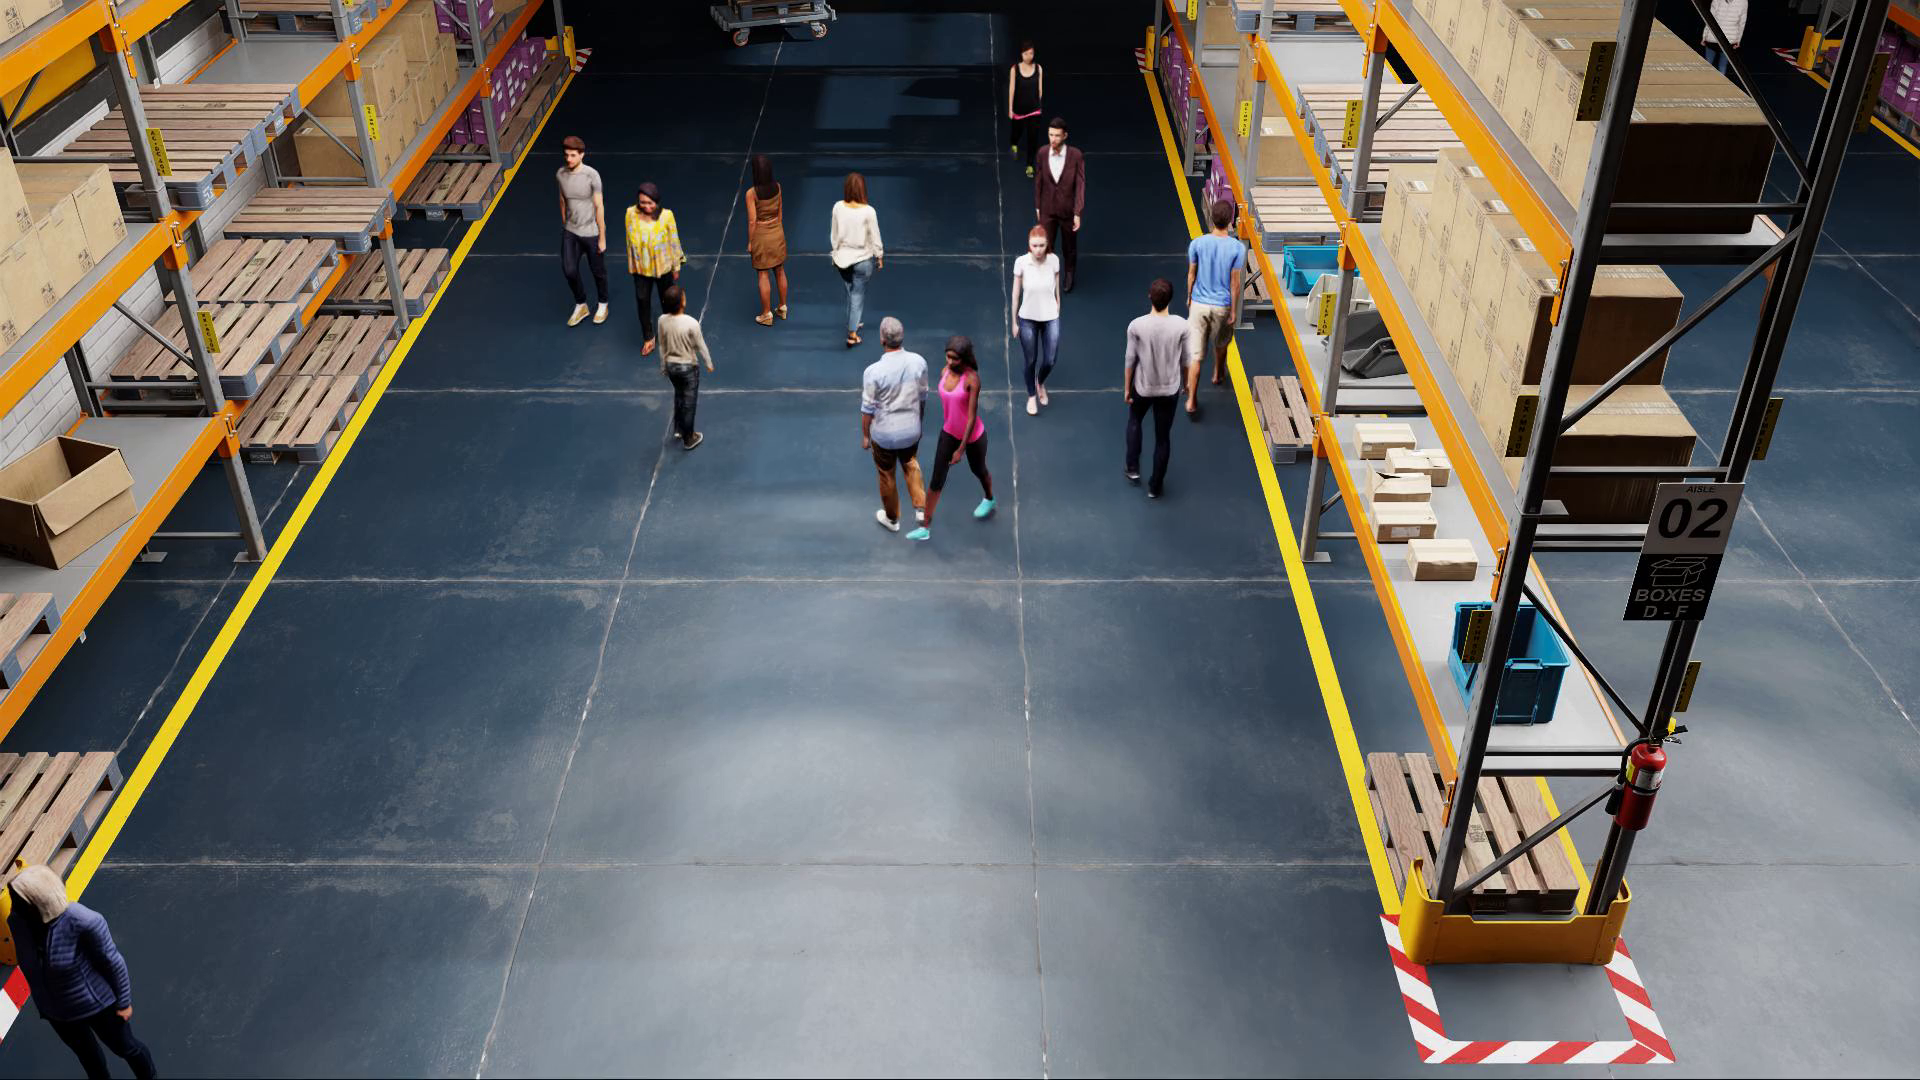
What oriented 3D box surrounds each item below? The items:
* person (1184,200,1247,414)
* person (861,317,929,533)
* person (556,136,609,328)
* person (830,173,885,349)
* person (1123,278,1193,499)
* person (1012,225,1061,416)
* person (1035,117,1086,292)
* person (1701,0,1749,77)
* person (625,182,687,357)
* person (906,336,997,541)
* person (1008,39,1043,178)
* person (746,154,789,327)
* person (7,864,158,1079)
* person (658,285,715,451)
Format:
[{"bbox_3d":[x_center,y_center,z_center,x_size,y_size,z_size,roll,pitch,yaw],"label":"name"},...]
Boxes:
[{"bbox_3d":[2.155,-1.972,14.369,0.778,1.820,1.237,6,34,9],"label":"person"},{"bbox_3d":[-0.458,-0.820,12.640,0.865,1.817,0.928,-16,37,-22],"label":"person"},{"bbox_3d":[-3.532,-2.972,15.825,0.759,1.874,0.791,9,35,13],"label":"person"},{"bbox_3d":[-1.014,-2.552,15.381,0.772,1.665,0.821,13,36,18],"label":"person"},{"bbox_3d":[1.550,-1.153,13.131,0.732,1.827,0.724,5,34,8],"label":"person"},{"bbox_3d":[0.663,-1.928,14.388,0.601,1.725,0.616,-3,34,-4],"label":"person"},{"bbox_3d":[1.001,-3.231,16.266,0.848,1.817,1.240,8,34,11],"label":"person"},{"bbox_3d":[9.717,-6.417,21.223,0.697,1.636,0.678,13,36,18],"label":"person"},{"bbox_3d":[-2.810,-2.566,15.428,0.703,1.636,0.769,1,34,1],"label":"person"},{"bbox_3d":[0.093,-0.799,12.747,1.011,1.661,1.193,23,40,30],"label":"person"},{"bbox_3d":[0.752,-5.015,19.206,0.634,1.533,0.957,-5,34,-8],"label":"person"},{"bbox_3d":[-1.834,-2.854,15.814,0.695,1.690,0.629,28,42,35],"label":"person"},{"bbox_3d":[-4.296,2.220,8.133,0.657,1.741,0.547,2,34,3],"label":"person"},{"bbox_3d":[-2.338,-1.400,13.840,0.636,1.454,0.660,12,36,18],"label":"person"}]
